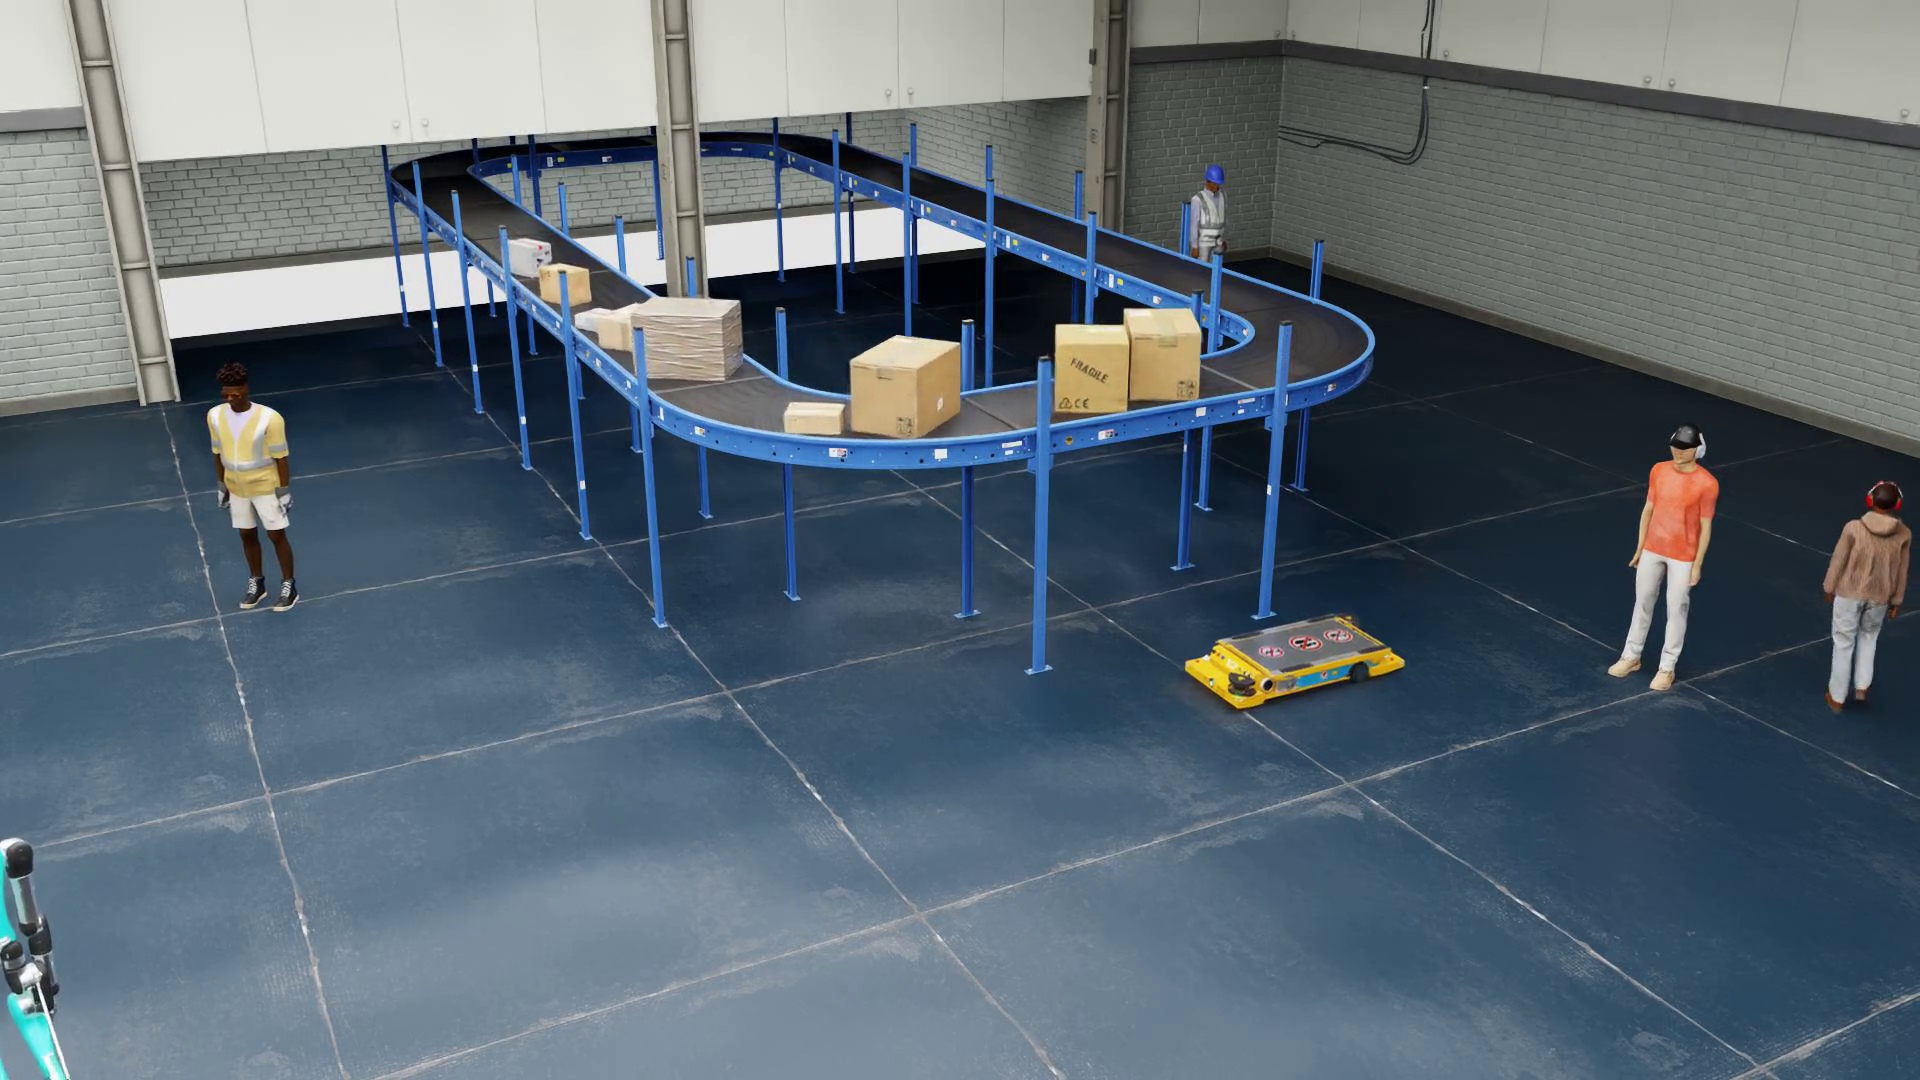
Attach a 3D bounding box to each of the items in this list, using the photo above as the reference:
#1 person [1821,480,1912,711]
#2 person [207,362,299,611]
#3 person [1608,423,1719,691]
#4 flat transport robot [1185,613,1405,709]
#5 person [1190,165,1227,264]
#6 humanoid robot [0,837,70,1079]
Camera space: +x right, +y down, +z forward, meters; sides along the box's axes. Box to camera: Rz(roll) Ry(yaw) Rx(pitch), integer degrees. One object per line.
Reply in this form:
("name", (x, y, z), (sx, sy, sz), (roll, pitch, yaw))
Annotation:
("person", (6.028, 0.375, 11.124), (0.468, 1.640, 0.399), (5, 23, 12))
("person", (-5.363, -0.405, 12.632), (0.605, 1.958, 0.373), (3, 22, 8))
("person", (4.859, 0.112, 11.413), (0.407, 1.912, 0.475), (-19, 29, -39))
("flat transport robot", (2.378, 0.847, 11.782), (1.431, 0.231, 0.659), (-10, 24, -24))
("person", (3.133, -3.749, 20.932), (0.613, 1.933, 0.414), (-18, 28, -37))
("humanoid robot", (-3.864, 2.062, 6.888), (0.886, 1.831, 0.555), (17, 28, 36))
